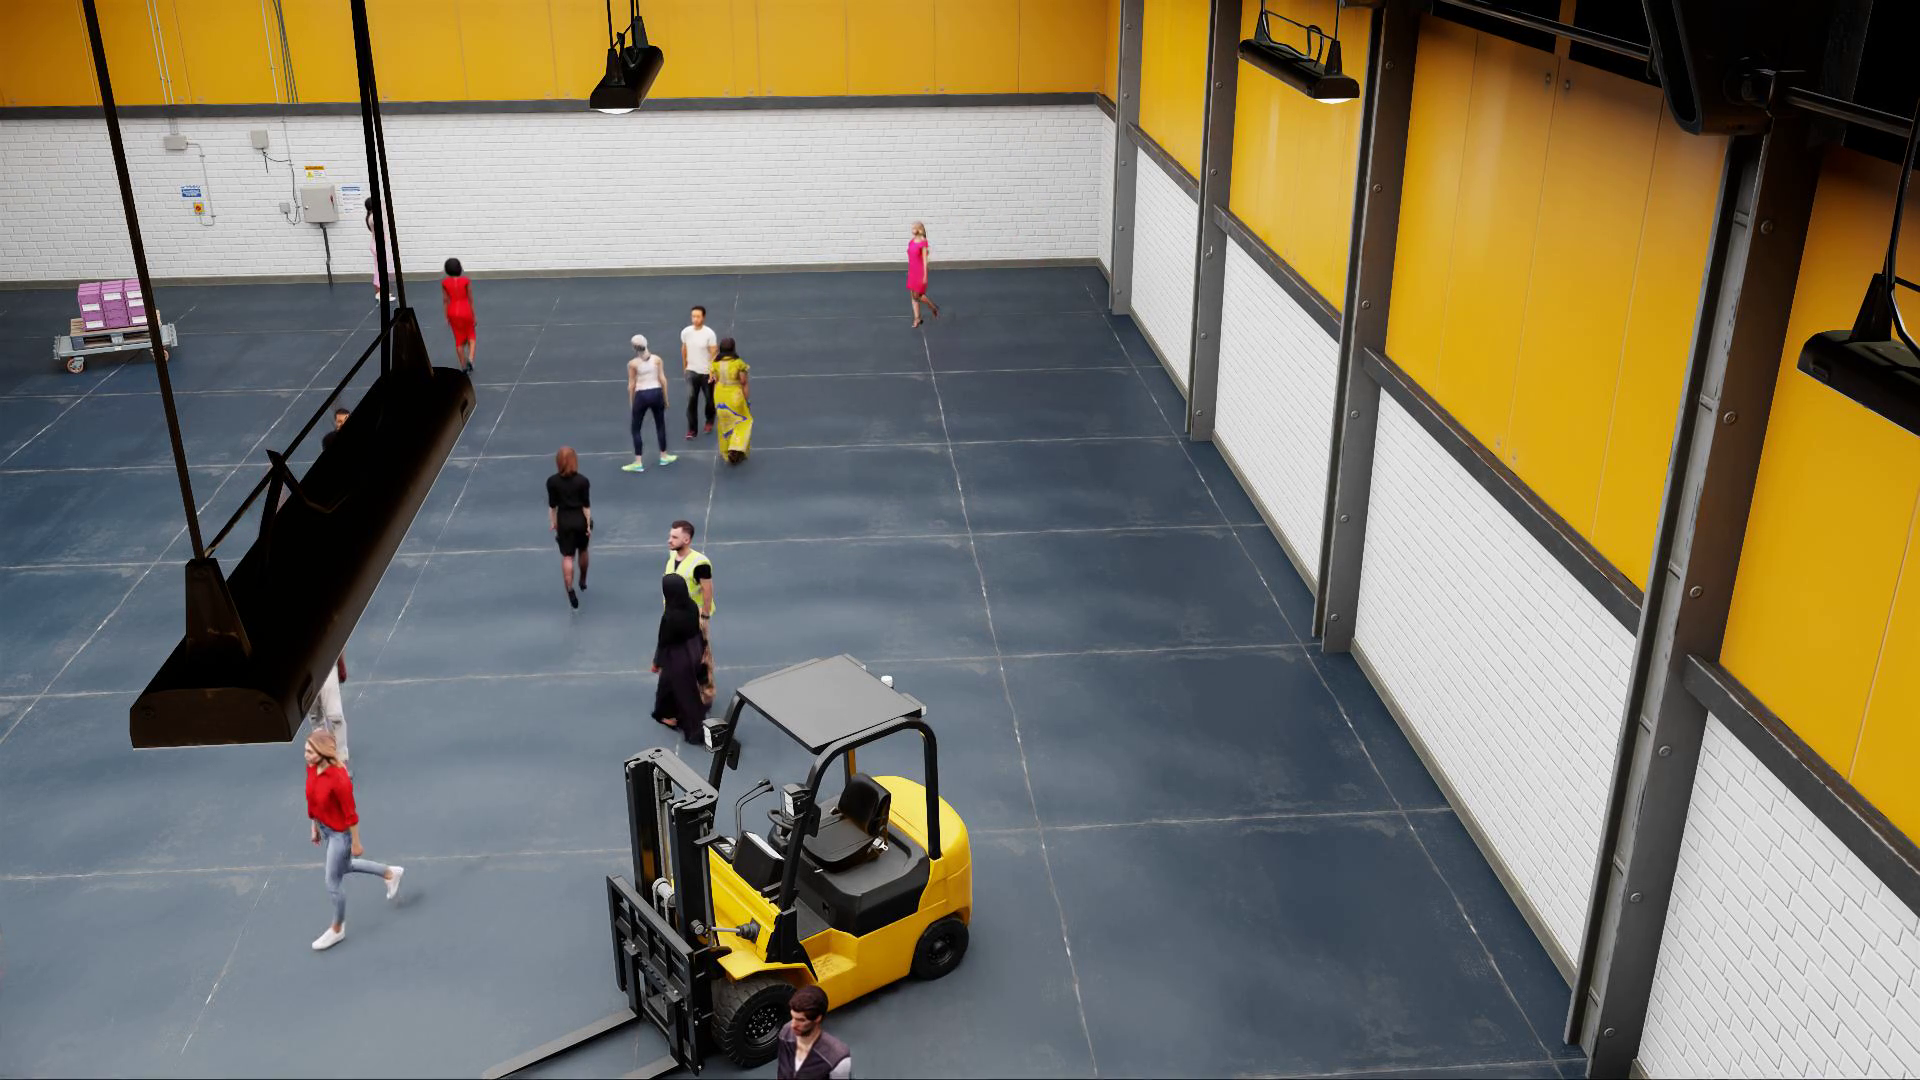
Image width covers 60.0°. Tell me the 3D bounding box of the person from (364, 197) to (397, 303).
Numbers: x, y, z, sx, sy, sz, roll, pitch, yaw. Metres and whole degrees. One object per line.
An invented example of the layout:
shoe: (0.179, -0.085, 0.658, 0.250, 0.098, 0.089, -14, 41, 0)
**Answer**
person: (-9.673, -4.832, 27.629, 0.704, 1.740, 0.579, -13, 27, -27)

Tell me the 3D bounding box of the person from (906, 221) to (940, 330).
person: (-0.586, -4.183, 26.176, 0.852, 1.714, 0.848, -16, 28, -32)

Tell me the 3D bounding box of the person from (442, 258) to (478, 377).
person: (-7.155, -3.155, 23.809, 0.606, 1.728, 0.639, -3, 24, -8)

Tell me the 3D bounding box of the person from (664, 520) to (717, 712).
person: (-2.440, 0.664, 14.924, 0.854, 1.846, 0.918, 22, 32, 40)

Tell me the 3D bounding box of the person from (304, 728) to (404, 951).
person: (-4.394, 2.071, 11.905, 1.032, 1.687, 1.088, 18, 29, 35)

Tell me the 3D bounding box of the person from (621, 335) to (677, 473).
person: (-3.800, -1.711, 20.556, 1.012, 1.688, 0.904, -6, 24, -14)

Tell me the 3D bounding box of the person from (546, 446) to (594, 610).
person: (-3.932, -0.094, 16.875, 0.587, 1.672, 1.048, -3, 24, -6)

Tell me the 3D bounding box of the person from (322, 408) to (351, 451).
person: (-6.577, -0.602, 17.950, 0.726, 1.743, 0.971, -6, 24, -14)

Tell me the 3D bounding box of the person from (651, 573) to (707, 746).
person: (-2.329, 1.040, 14.358, 0.890, 1.611, 0.950, 8, 25, 18)

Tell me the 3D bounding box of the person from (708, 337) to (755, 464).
person: (-2.847, -1.669, 20.522, 0.883, 1.638, 1.019, 6, 24, 14)

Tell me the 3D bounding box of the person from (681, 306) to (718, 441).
person: (-3.338, -2.209, 21.598, 0.784, 1.764, 1.115, 3, 24, 7)

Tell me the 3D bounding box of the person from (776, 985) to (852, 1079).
person: (-0.787, 3.204, 9.112, 0.756, 1.848, 0.798, 16, 28, 32)
